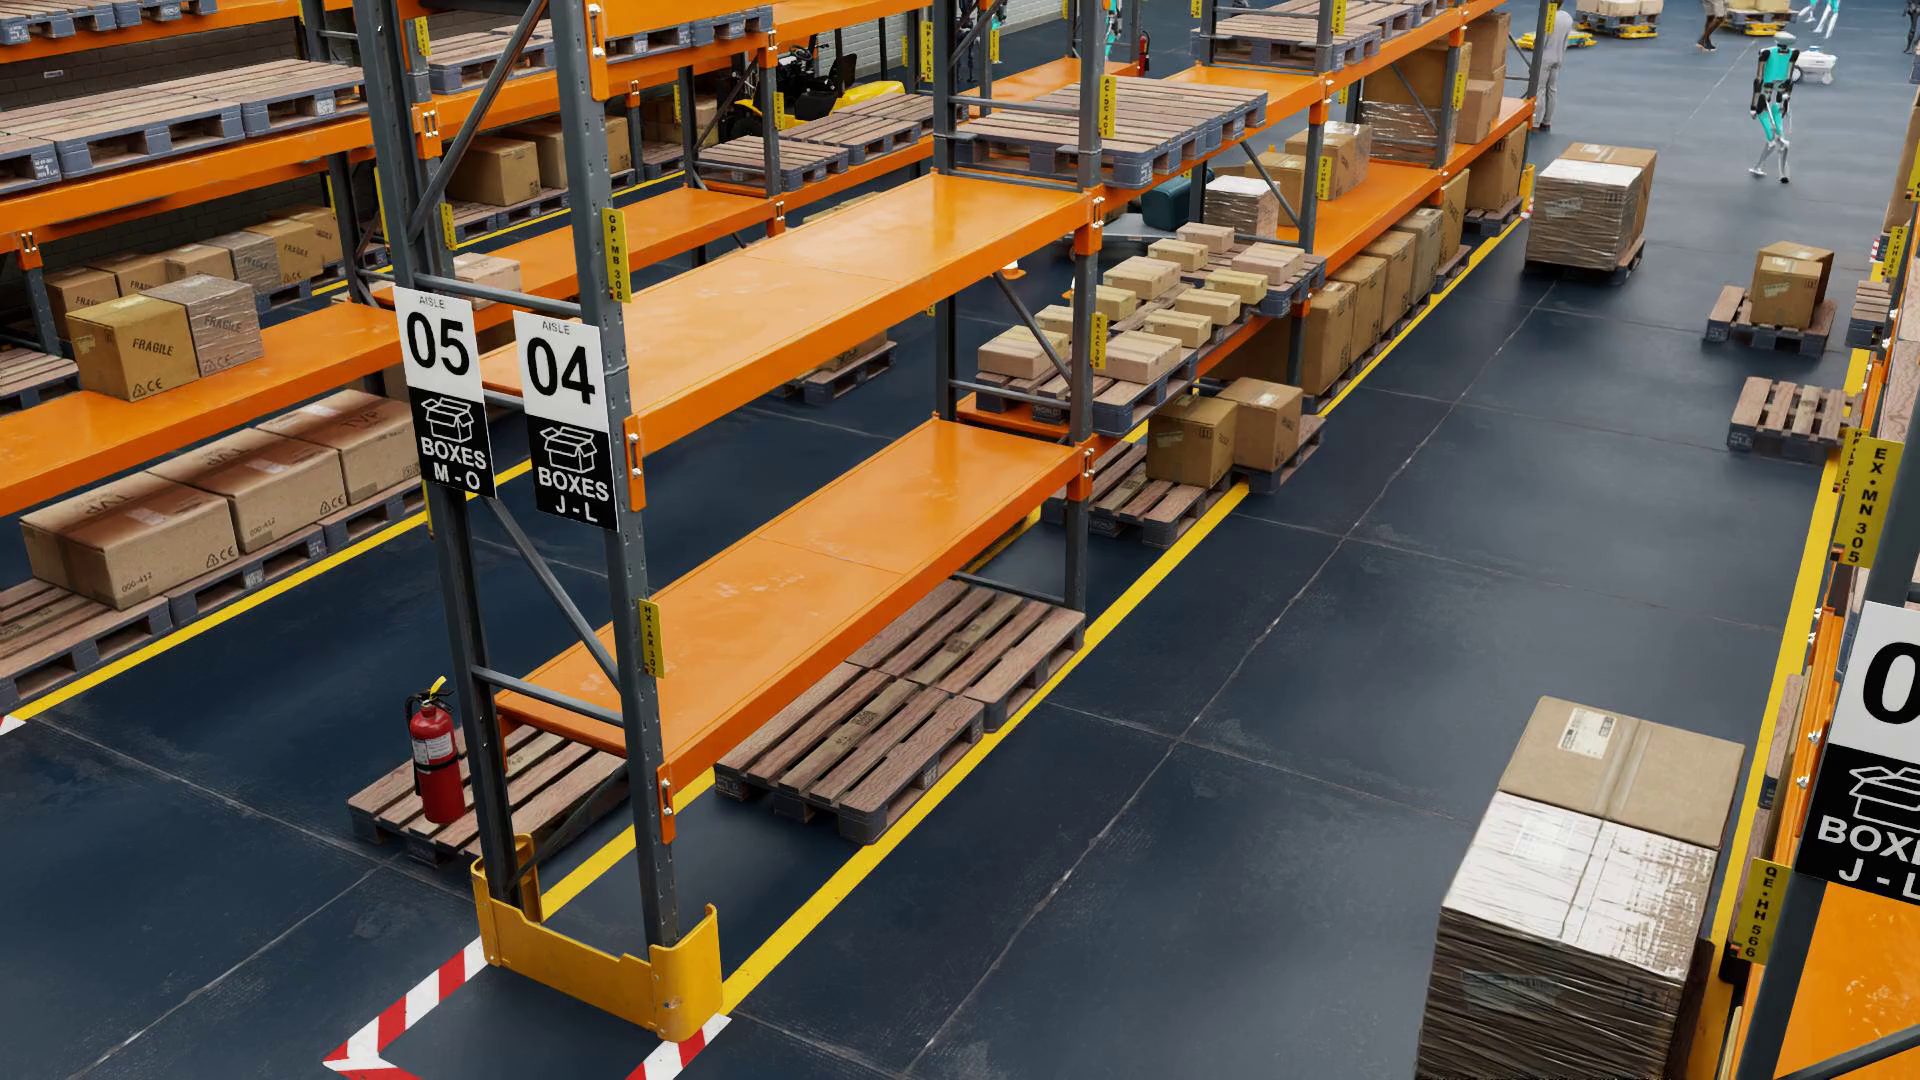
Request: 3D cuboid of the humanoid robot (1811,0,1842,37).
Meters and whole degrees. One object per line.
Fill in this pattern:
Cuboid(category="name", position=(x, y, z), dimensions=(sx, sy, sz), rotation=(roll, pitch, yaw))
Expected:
Cuboid(category="humanoid robot", position=(16.285, -10.267, 31.020), dimensions=(0.757, 1.788, 0.547), rotation=(-13, 29, -25))

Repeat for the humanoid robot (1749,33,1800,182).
Cuboid(category="humanoid robot", position=(10.298, -5.349, 20.879), dimensions=(0.544, 1.895, 0.776), rotation=(-5, 26, -11))

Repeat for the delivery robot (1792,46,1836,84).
Cuboid(category="delivery robot", position=(13.807, -7.722, 27.077), dimensions=(0.809, 0.611, 0.499), rotation=(8, 27, 17))

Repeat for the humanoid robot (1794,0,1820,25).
Cuboid(category="humanoid robot", position=(16.492, -10.802, 32.112), dimensions=(0.981, 1.741, 0.540), rotation=(-7, 27, -14))

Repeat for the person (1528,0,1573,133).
Cuboid(category="person", position=(8.243, -6.714, 23.369), dimensions=(0.632, 1.940, 0.369), rotation=(-15, 30, -29))

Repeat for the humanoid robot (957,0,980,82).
Cuboid(category="humanoid robot", position=(0.080, -8.290, 26.927), dimensions=(0.599, 1.657, 0.315), rotation=(14, 29, 26))

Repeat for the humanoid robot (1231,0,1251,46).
Cuboid(category="humanoid robot", position=(4.333, -7.927, 26.218), dimensions=(0.419, 1.647, 0.591), rotation=(18, 31, 32))

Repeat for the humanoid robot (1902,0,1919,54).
Cuboid(category="humanoid robot", position=(16.951, -9.421, 29.289), dimensions=(0.609, 1.640, 0.358), rotation=(2, 26, 4))

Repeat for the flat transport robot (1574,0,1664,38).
Cuboid(category="flat transport robot", position=(12.409, -9.704, 31.507), dimensions=(0.659, 0.231, 1.431), rotation=(-11, 28, -22))

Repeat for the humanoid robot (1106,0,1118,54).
Cuboid(category="humanoid robot", position=(2.519, -9.410, 29.213), dimensions=(0.793, 1.796, 0.544), rotation=(-16, 30, -29))

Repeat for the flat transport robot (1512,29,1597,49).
Cuboid(category="flat transport robot", position=(10.819, -9.095, 30.240), dimensions=(1.431, 0.231, 0.659), rotation=(-13, 28, -24))

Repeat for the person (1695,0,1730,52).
Cuboid(category="person", position=(13.364, -9.615, 29.377), dimensions=(0.531, 1.948, 0.673), rotation=(-9, 27, -18))

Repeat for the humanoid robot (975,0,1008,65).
Cuboid(category="humanoid robot", position=(0.458, -8.788, 27.757), dimensions=(0.533, 1.676, 0.735), rotation=(14, 29, 26))

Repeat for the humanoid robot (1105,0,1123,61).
Cuboid(category="humanoid robot", position=(2.252, -8.067, 26.451), dimensions=(0.534, 1.811, 0.849), rotation=(11, 28, 21))

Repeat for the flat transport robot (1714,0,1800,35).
Cuboid(category="flat transport robot", position=(15.138, -9.841, 31.790), dimensions=(0.659, 0.231, 1.431), rotation=(-2, 26, -4))

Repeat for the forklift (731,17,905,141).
Cuboid(category="forklift", position=(-1.819, -5.975, 21.543), dimensions=(2.313, 2.155, 1.214), rotation=(14, 29, 26))
